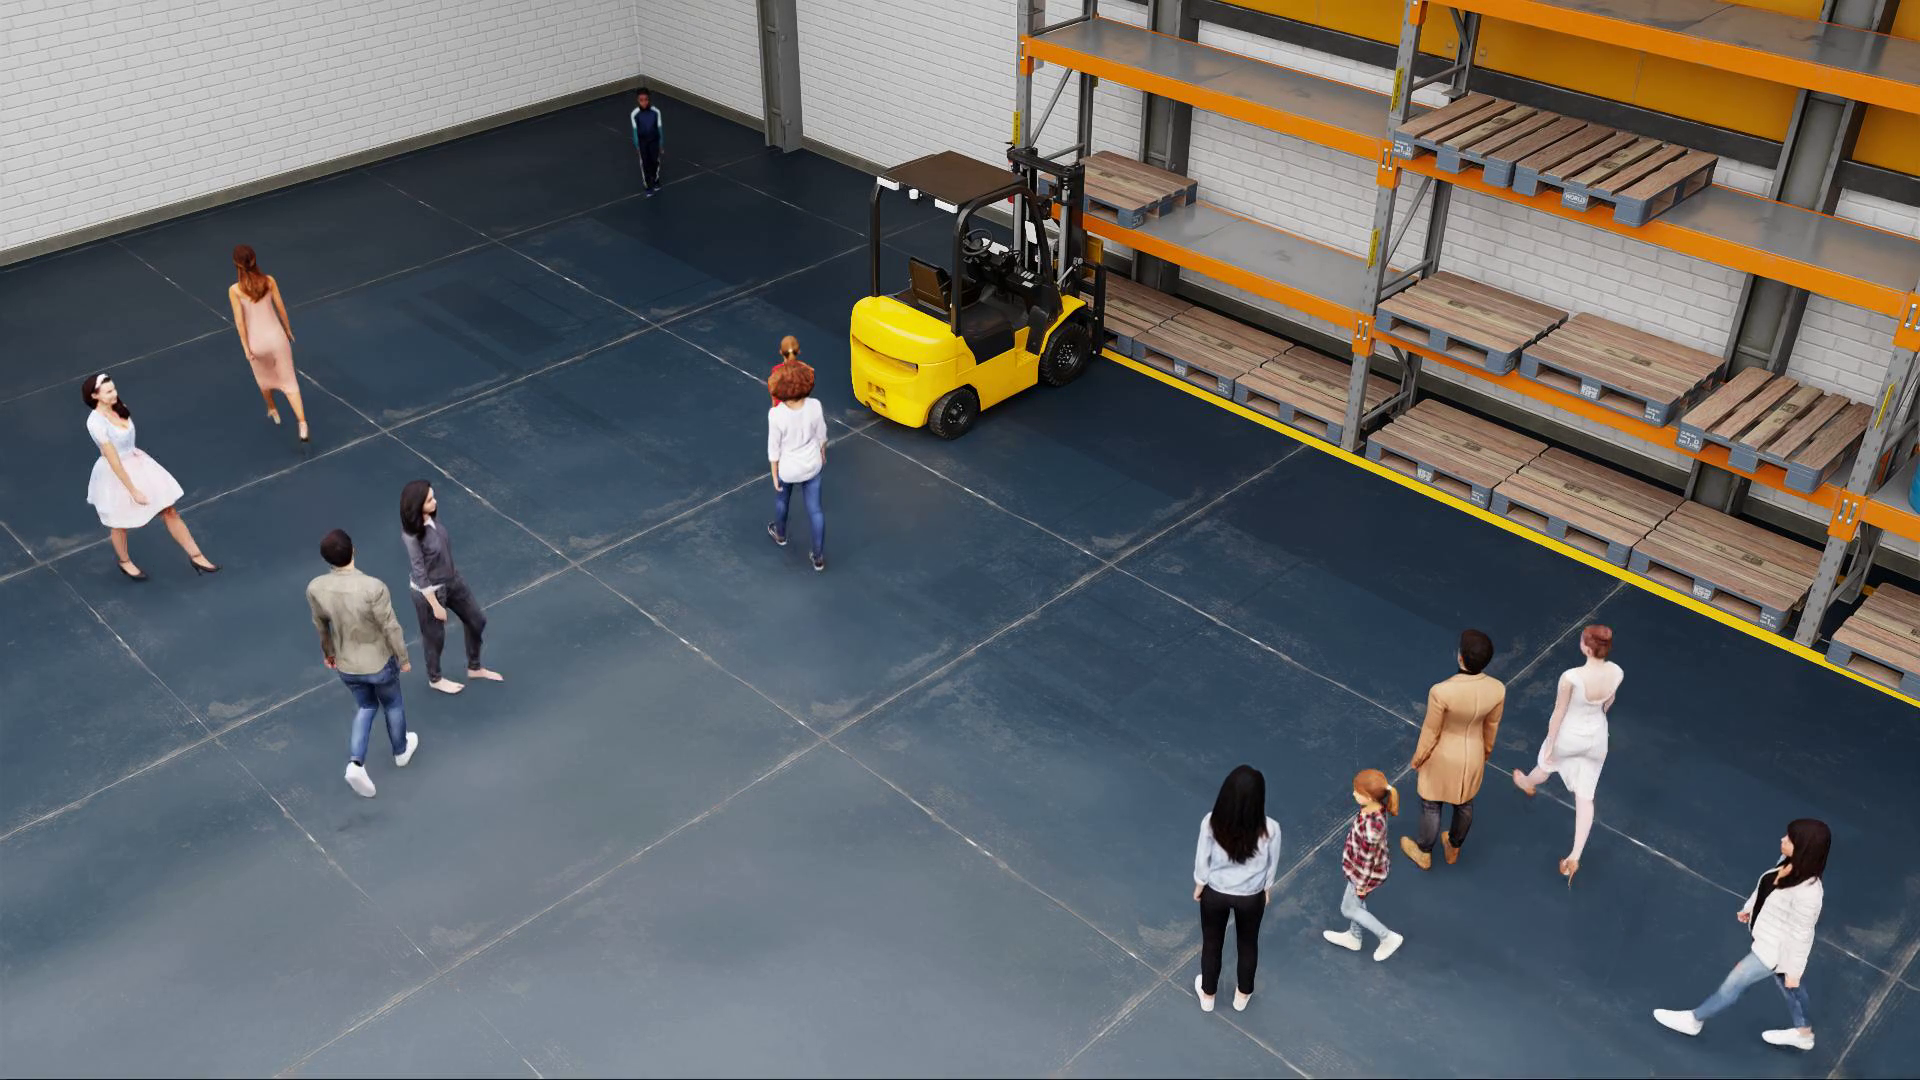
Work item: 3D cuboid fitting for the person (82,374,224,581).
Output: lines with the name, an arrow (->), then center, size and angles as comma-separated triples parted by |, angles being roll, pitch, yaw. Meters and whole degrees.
person -> -6.350, -0.415, 12.494 | 1.167, 1.780, 1.039 | 5, 34, 8

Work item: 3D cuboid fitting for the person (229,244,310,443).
person -> -5.939, -1.652, 14.344 | 0.772, 1.792, 1.191 | -19, 38, -26

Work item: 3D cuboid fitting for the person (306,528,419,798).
person -> -3.825, 0.822, 10.574 | 1.078, 1.845, 1.124 | 3, 34, 4

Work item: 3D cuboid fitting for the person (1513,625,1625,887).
person -> 3.725, 1.306, 9.933 | 1.056, 1.749, 1.160 | -1, 34, -2

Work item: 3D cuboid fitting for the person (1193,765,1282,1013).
person -> 1.489, 1.914, 9.053 | 0.665, 1.710, 0.741 | 3, 34, 4

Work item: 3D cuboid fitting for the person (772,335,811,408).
person -> -1.408, -1.103, 13.956 | 0.555, 1.307, 0.599 | -8, 35, -12

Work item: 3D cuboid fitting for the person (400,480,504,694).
person -> -3.675, 0.337, 11.394 | 0.901, 1.746, 0.835 | 4, 34, 6

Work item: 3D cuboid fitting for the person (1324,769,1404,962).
person -> 2.379, 1.876, 9.490 | 0.773, 1.289, 0.686 | 9, 35, 13

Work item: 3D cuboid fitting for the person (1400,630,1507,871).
person -> 2.976, 1.274, 10.001 | 0.765, 1.726, 0.803 | -5, 34, -8

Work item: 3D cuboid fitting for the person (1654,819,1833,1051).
person -> 4.420, 2.143, 8.814 | 1.170, 1.594, 0.954 | 10, 35, 15

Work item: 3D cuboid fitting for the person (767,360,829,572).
person -> -1.203, -0.526, 12.747 | 0.905, 1.685, 1.052 | -9, 35, -14

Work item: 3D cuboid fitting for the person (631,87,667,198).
person -> -3.622, -4.681, 19.401 | 0.718, 1.239, 0.840 | -8, 35, -12
